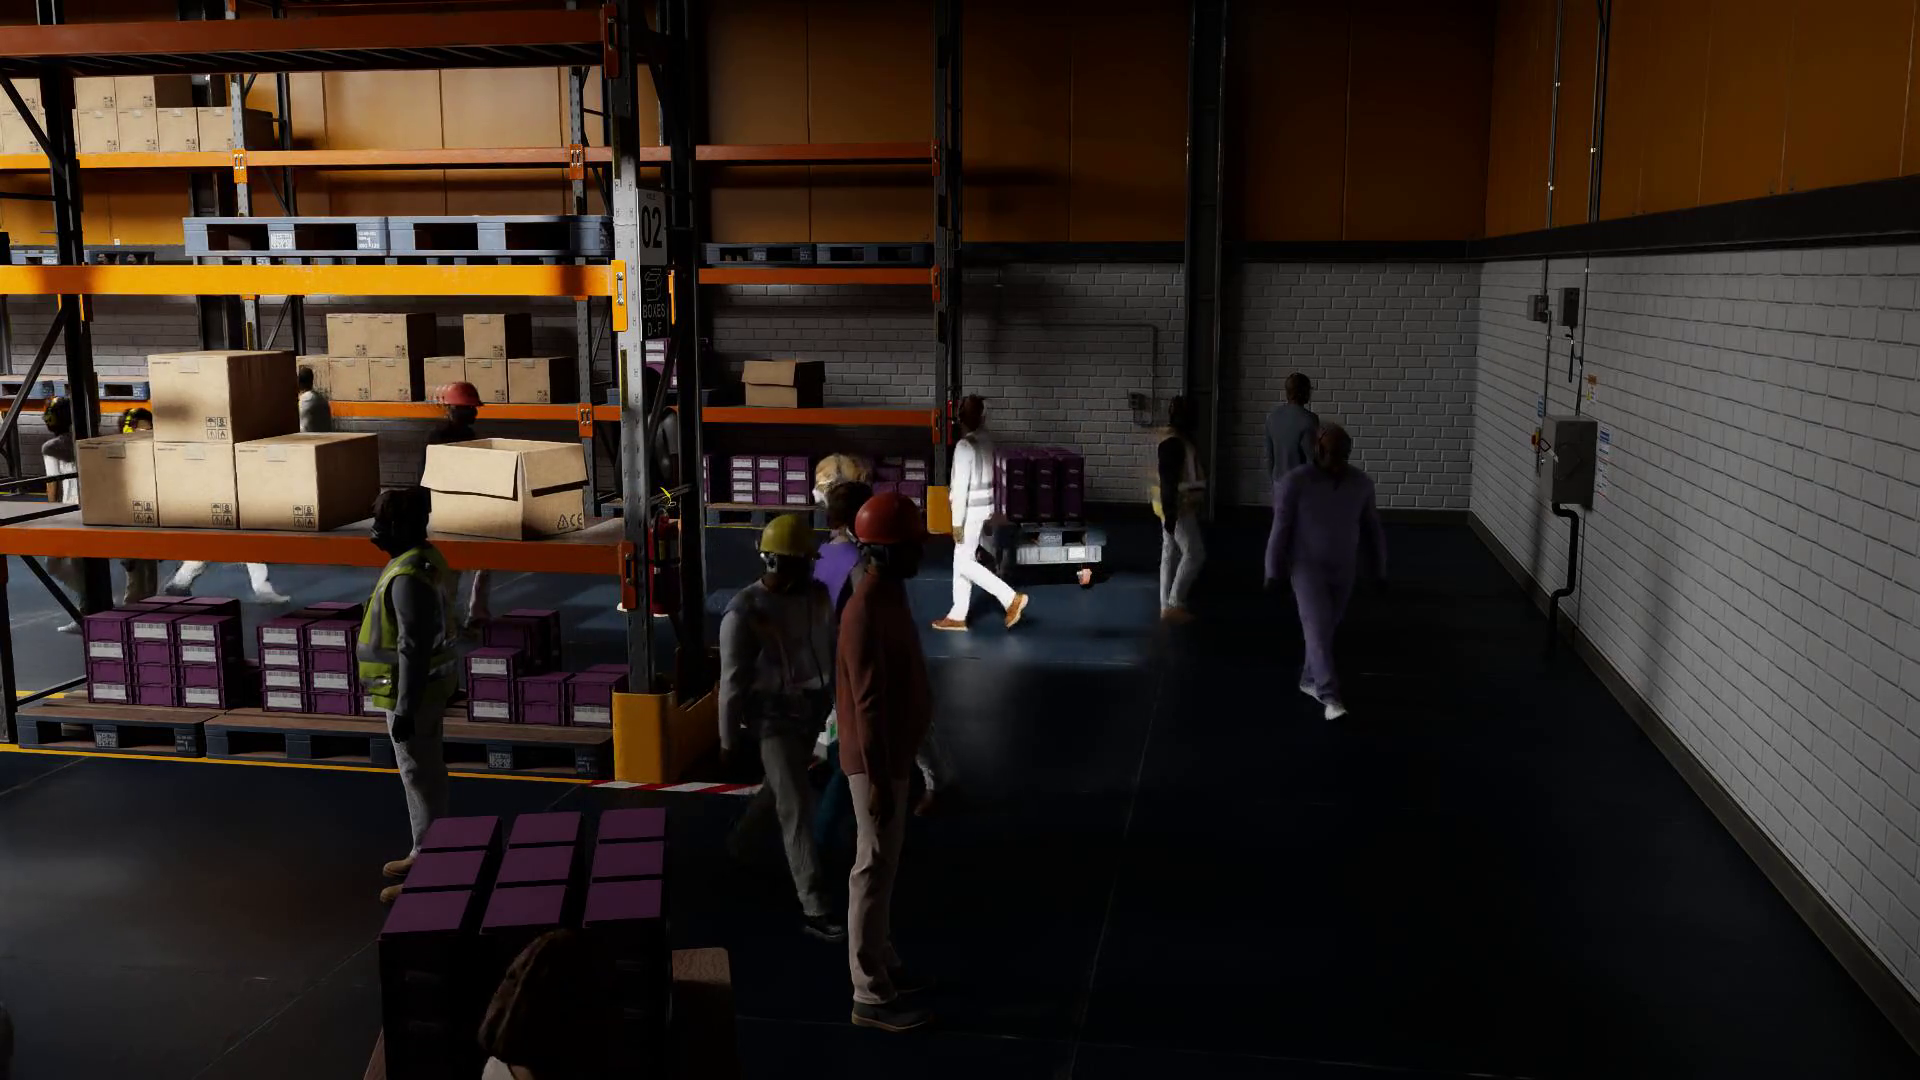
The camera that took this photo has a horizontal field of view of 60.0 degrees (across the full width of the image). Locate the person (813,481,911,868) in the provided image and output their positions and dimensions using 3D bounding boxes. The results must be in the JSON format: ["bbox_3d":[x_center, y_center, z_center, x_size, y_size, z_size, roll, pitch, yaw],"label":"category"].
[{"bbox_3d":[-0.486,0.640,7.799,0.571,1.817,0.683,-3,10,-19],"label":"person"}]

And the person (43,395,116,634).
[{"bbox_3d":[-6.769,-0.174,12.718,0.469,1.859,0.542,1,9,8],"label":"person"}]

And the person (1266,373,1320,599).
[{"bbox_3d":[2.881,-0.467,14.299,0.372,1.940,0.631,-5,11,-30],"label":"person"}]

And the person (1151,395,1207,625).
[{"bbox_3d":[1.779,-0.232,13.169,0.521,1.829,0.652,2,9,13],"label":"person"}]

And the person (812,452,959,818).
[{"bbox_3d":[-0.374,0.483,8.567,0.770,1.901,0.645,-3,10,-16],"label":"person"}]

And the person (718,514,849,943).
[{"bbox_3d":[-0.772,0.757,7.212,0.940,1.781,0.594,6,11,34],"label":"person"}]

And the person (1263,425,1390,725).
[{"bbox_3d":[2.326,0.205,10.420,0.737,1.841,1.005,-3,9,-15],"label":"person"}]

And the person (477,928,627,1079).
[{"bbox_3d":[-0.809,1.506,3.054,0.604,1.613,0.514,-6,11,-32],"label":"person"}]

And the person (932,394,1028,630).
[{"bbox_3d":[0.158,-0.195,12.861,0.709,1.863,0.602,3,10,19],"label":"person"}]

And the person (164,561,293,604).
[{"bbox_3d":[-6.144,-0.365,13.787,0.937,1.912,0.616,-1,9,-9],"label":"person"}]

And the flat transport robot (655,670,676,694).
[{"bbox_3d":[-1.252,0.934,10.762,1.431,0.197,0.652,3,9,15],"label":"flat transport robot"}]

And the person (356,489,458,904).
[{"bbox_3d":[-2.460,0.688,7.436,0.429,1.844,0.625,-2,9,-15],"label":"person"}]

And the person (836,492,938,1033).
[{"bbox_3d":[-0.271,0.810,6.202,0.382,1.995,0.612,0,9,3],"label":"person"}]

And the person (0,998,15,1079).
[{"bbox_3d":[-1.877,1.409,2.891,0.513,1.866,0.331,-5,11,-31],"label":"person"}]

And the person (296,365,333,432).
[{"bbox_3d":[-6.364,-0.745,16.187,0.973,1.894,0.638,0,9,2],"label":"person"}]

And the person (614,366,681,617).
[{"bbox_3d":[-2.547,-0.396,13.538,0.684,2.000,0.538,7,11,37],"label":"person"}]

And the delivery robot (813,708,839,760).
[{"bbox_3d":[-0.746,0.993,9.229,0.477,0.478,0.707,-6,11,-34],"label":"delivery robot"}]

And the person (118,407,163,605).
[{"bbox_3d":[-5.690,0.011,11.562,0.310,1.865,0.532,0,9,-3],"label":"person"}]

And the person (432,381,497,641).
[{"bbox_3d":[-3.702,-0.206,12.549,0.618,1.972,0.638,2,9,10],"label":"person"}]
